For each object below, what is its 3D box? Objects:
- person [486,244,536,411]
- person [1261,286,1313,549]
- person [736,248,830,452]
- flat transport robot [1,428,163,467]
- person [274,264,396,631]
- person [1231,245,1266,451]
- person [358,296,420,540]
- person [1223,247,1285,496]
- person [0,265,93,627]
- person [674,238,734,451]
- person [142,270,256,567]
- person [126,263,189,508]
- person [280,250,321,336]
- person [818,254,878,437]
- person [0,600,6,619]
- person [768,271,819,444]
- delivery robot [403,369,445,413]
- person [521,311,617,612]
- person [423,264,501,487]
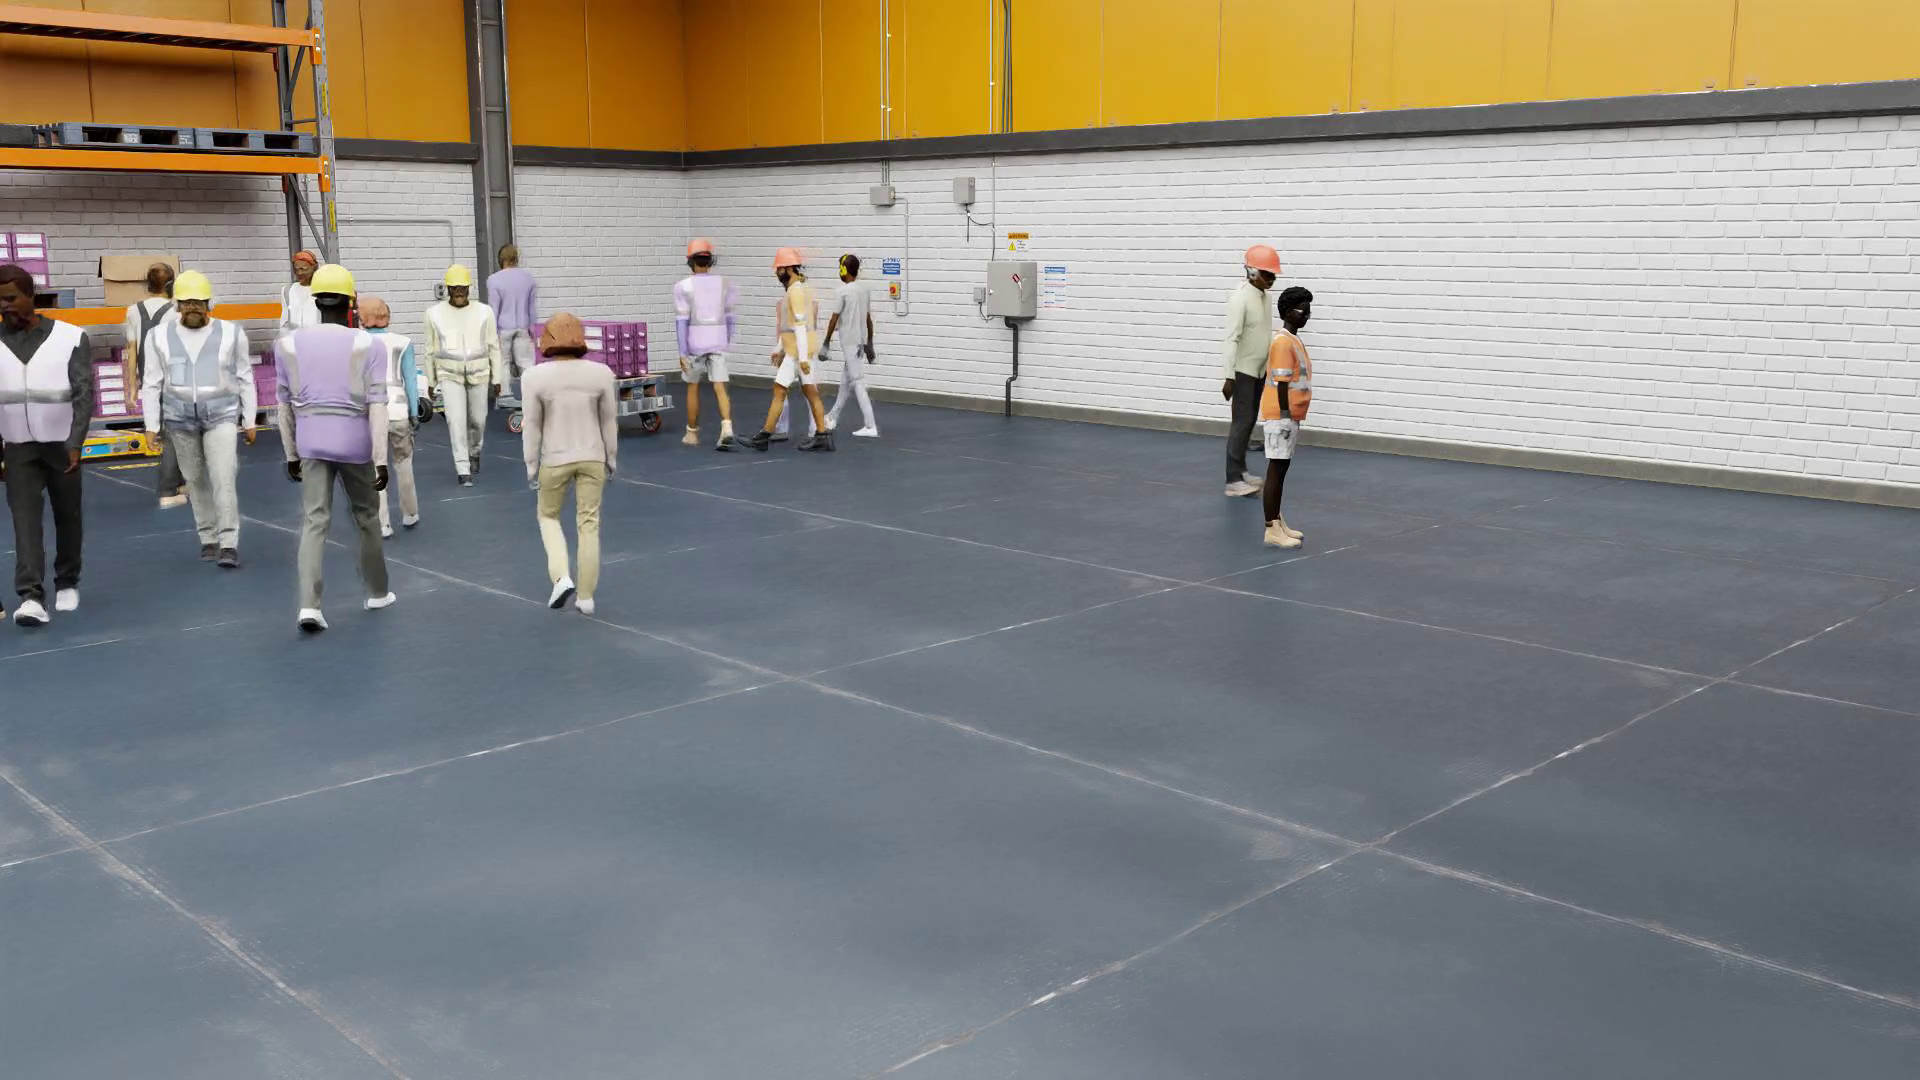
[{"bbox_3d":[-5.111,-2.422,19.082,0.740,1.917,0.644,9,14,41],"label":"person"},{"bbox_3d":[2.133,-0.804,10.869,0.321,1.695,0.530,3,11,17],"label":"person"},{"bbox_3d":[-1.654,-1.756,15.495,0.935,1.893,0.551,1,10,3],"label":"person"},{"bbox_3d":[-7.963,-0.833,14.917,0.652,0.197,1.431,9,14,42],"label":"flat transport robot"},{"bbox_3d":[-3.259,-0.484,8.653,0.597,1.886,0.958,-1,10,-5],"label":"person"},{"bbox_3d":[2.753,-1.801,15.676,0.382,1.929,0.538,0,10,1],"label":"person"},{"bbox_3d":[-3.910,-0.839,11.274,0.512,1.603,0.747,-3,11,-14],"label":"person"},{"bbox_3d":[2.263,-1.332,13.117,0.571,1.945,0.797,7,12,32],"label":"person"},{"bbox_3d":[-4.809,-0.484,8.654,0.582,1.858,0.990,-3,11,-18],"label":"person"},{"bbox_3d":[-2.383,-1.836,15.691,0.609,2.007,0.941,-5,11,-24],"label":"person"},{"bbox_3d":[-4.624,-0.717,10.087,0.621,1.800,0.816,-3,11,-14],"label":"person"},{"bbox_3d":[-5.932,-1.180,12.599,0.535,1.808,0.872,1,10,5],"label":"person"},{"bbox_3d":[-6.001,-1.726,15.380,0.573,1.887,0.356,1,10,4],"label":"person"},{"bbox_3d":[-1.189,-1.970,16.892,0.946,1.828,0.516,6,12,31],"label":"person"},{"bbox_3d":[-5.263,-0.530,8.664,0.372,1.956,0.608,-10,14,-43],"label":"person"},{"bbox_3d":[-1.620,-1.790,16.120,0.541,1.739,0.678,-10,14,-44],"label":"person"},{"bbox_3d":[-5.942,-1.630,18.232,0.707,0.478,0.477,5,11,25],"label":"delivery robot"},{"bbox_3d":[-2.077,-0.403,8.895,0.514,1.624,0.362,-4,11,-22],"label":"person"},{"bbox_3d":[-4.088,-1.369,13.681,0.600,1.803,0.854,-4,11,-22],"label":"person"}]
